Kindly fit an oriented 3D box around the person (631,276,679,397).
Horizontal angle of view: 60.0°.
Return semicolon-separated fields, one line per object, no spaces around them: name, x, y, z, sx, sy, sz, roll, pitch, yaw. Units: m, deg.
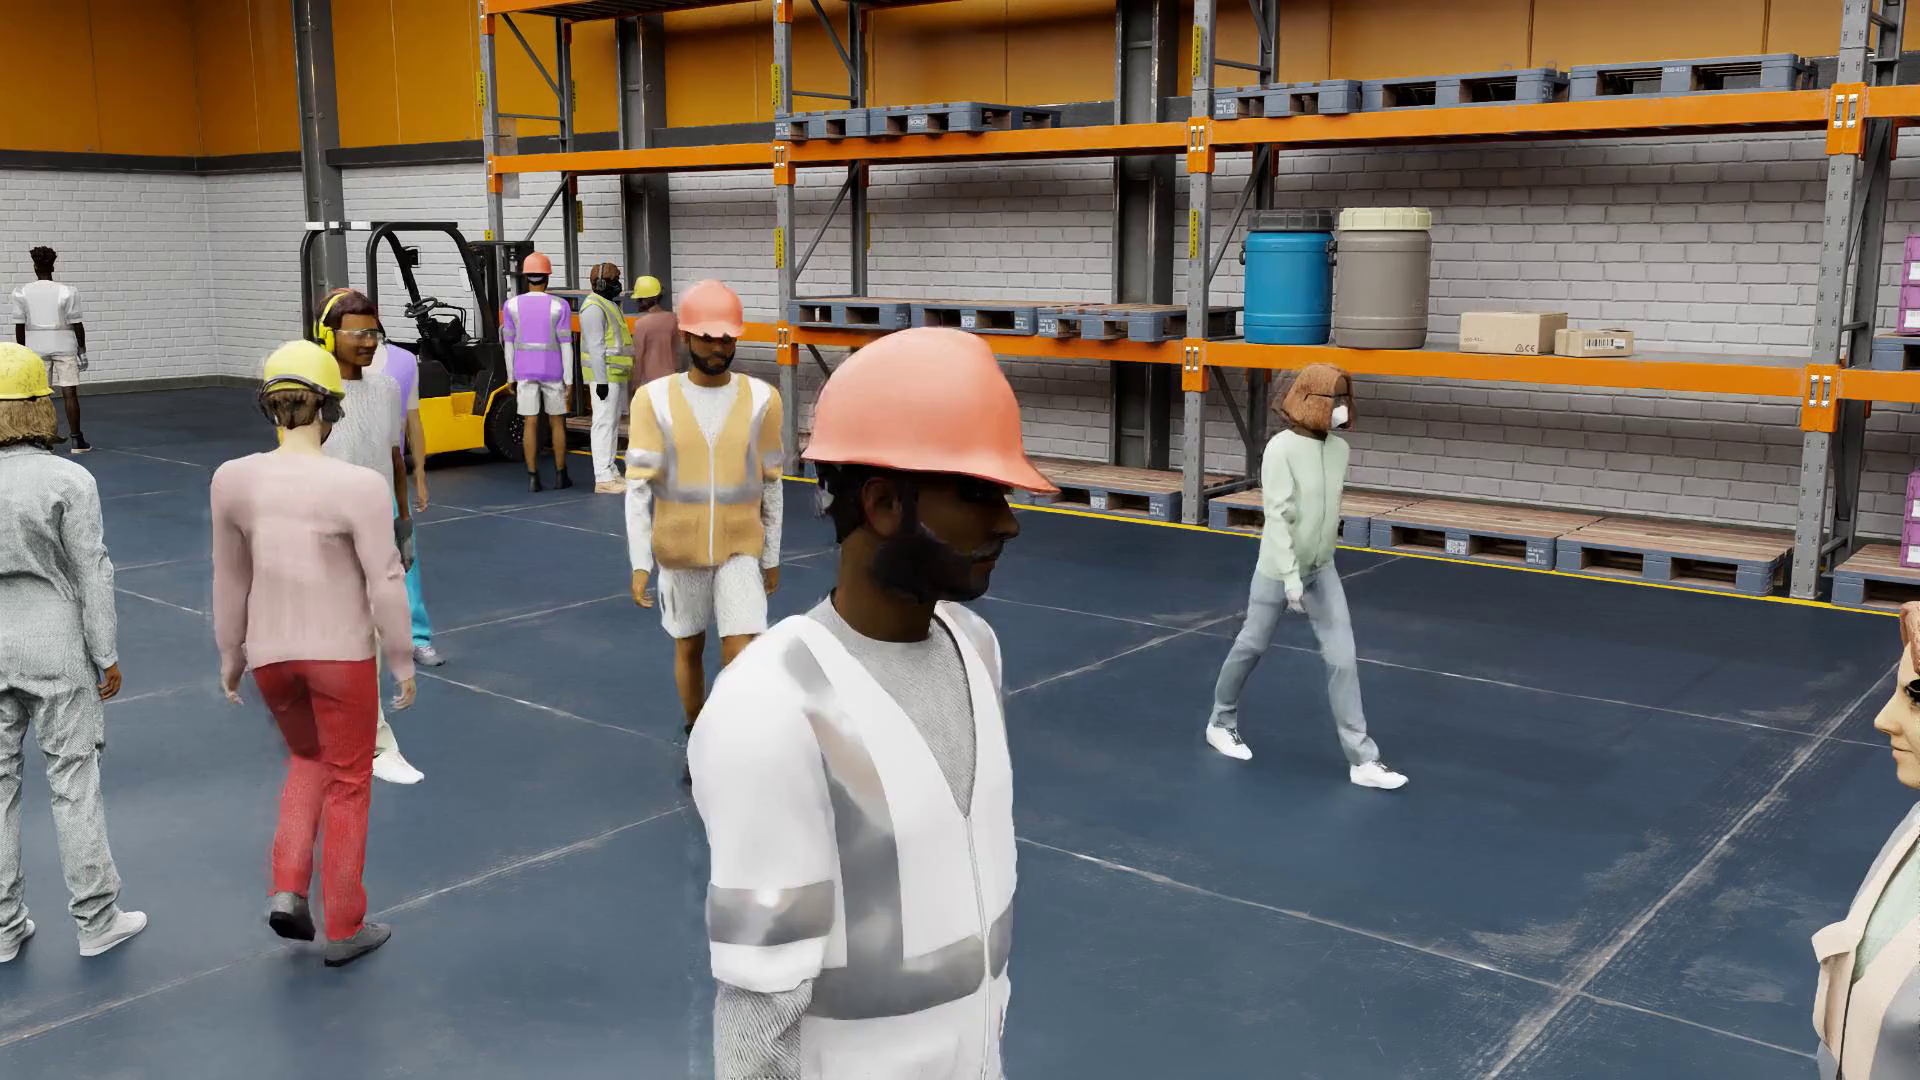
person;-2.554;-1.355;14.000;0.616;1.727;0.552;8;13;39

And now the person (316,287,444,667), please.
person;-2.824;-0.283;7.873;0.591;1.817;0.481;-7;12;-34

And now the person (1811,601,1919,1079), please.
person;1.147;0.866;1.943;0.308;1.641;0.517;3;11;14

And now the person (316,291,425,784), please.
person;-2.350;-0.027;6.349;0.815;1.845;0.529;6;12;32

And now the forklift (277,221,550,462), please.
forklift;-4.922;-1.741;14.854;1.214;2.155;2.313;8;13;38

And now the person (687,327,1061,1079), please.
person;-0.101;0.720;2.041;0.372;1.921;0.629;6;12;32

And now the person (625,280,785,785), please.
person;-0.880;0.036;5.863;0.567;1.871;1.034;-2;10;-12

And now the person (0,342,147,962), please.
person;-2.620;0.319;4.686;0.492;1.742;0.318;-1;10;-7

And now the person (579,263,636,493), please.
person;-2.826;-1.302;13.399;0.429;1.843;0.633;0;10;-1

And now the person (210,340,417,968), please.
person;-1.781;0.321;4.648;0.556;1.743;0.381;2;10;9

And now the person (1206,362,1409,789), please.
person;1.284;0.115;6.280;0.497;1.579;0.898;-7;13;-35

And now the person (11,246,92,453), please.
person;-8.603;-1.793;15.769;0.611;1.966;0.362;-3;11;-15

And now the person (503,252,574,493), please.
person;-3.384;-1.348;13.424;0.556;1.937;0.411;-1;10;-5
